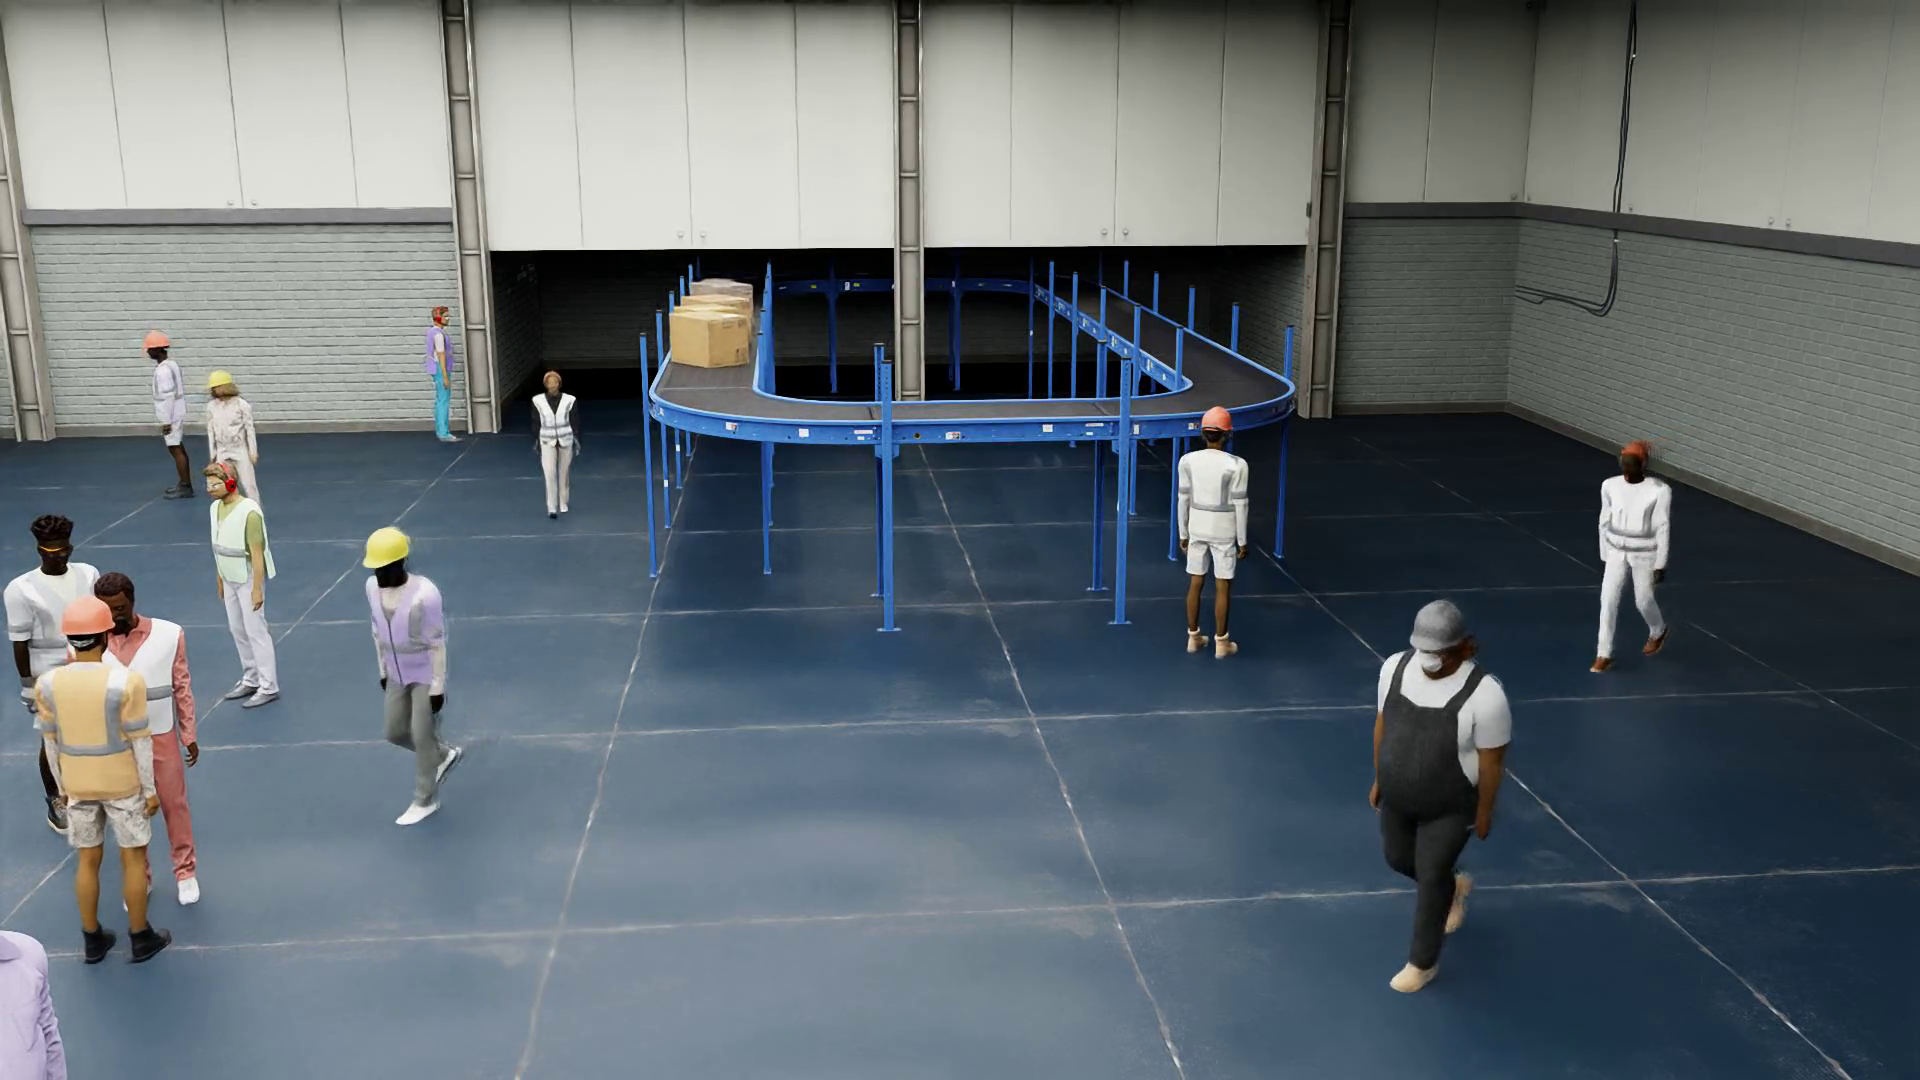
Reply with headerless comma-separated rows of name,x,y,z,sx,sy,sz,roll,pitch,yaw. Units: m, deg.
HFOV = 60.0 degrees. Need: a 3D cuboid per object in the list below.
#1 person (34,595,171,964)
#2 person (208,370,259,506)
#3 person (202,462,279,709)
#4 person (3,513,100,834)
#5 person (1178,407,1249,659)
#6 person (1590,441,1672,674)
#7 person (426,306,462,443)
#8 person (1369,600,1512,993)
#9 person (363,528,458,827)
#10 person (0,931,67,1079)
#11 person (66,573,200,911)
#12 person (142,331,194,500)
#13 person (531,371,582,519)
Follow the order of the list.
person,-4.354,1.226,8.488,0.547,1.928,0.394,0,14,1
person,-7.647,-0.927,17.474,0.496,1.741,0.320,2,14,7
person,-5.317,0.315,12.328,0.576,1.830,0.407,10,17,36
person,-5.442,0.793,10.135,0.361,1.962,0.612,7,16,25
person,2.043,-0.060,13.420,0.610,2.039,0.398,10,17,34
person,5.341,0.105,13.109,0.804,1.860,0.588,-13,19,-43
person,-7.031,-2.245,22.530,0.375,1.843,0.575,-6,15,-24
person,2.424,1.202,8.346,0.796,2.000,0.689,-12,18,-39
person,-3.344,0.811,10.201,0.600,1.896,0.639,7,15,25
person,-3.209,1.985,5.477,0.407,1.913,0.641,7,16,26
person,-4.497,1.085,9.095,0.601,1.907,0.411,-5,15,-21
person,-9.093,-1.429,19.084,0.373,1.934,0.551,-4,15,-17
person,-4.397,-1.033,18.169,0.541,1.591,0.831,-4,15,-14
